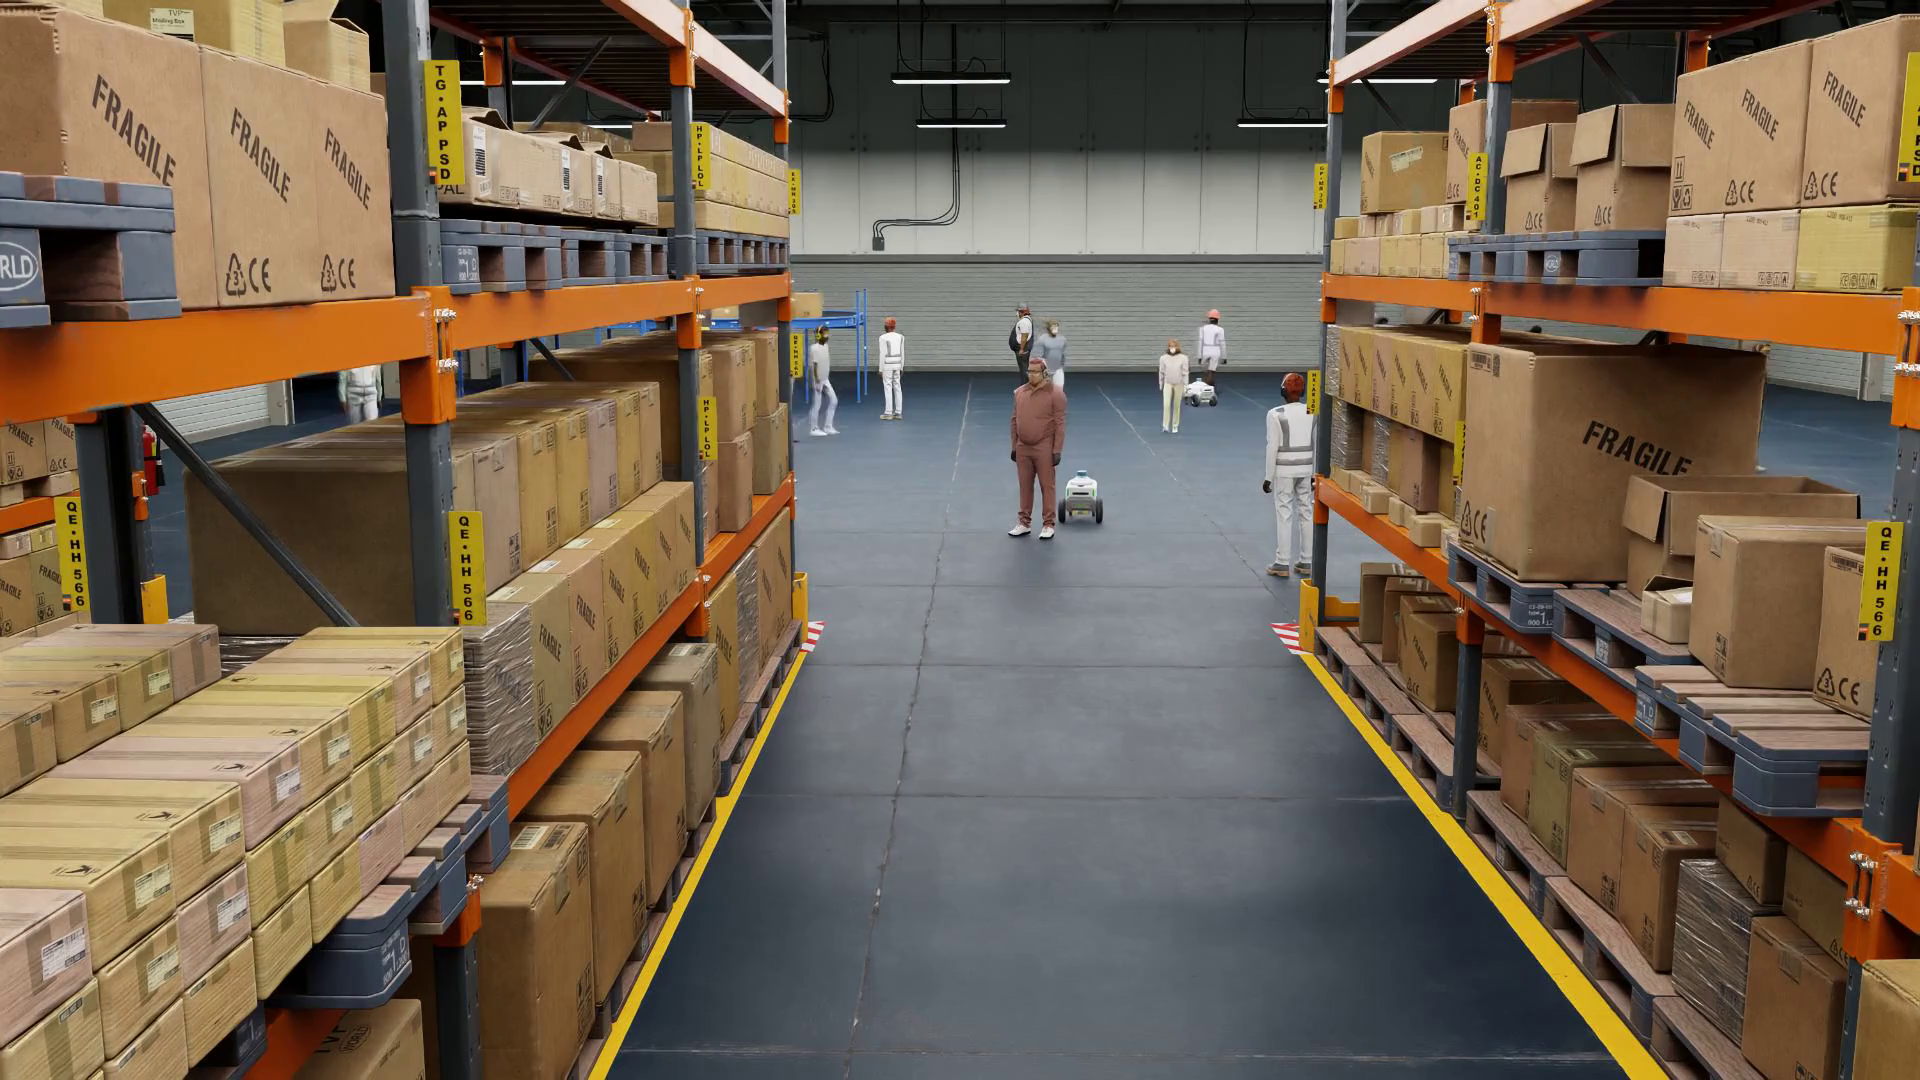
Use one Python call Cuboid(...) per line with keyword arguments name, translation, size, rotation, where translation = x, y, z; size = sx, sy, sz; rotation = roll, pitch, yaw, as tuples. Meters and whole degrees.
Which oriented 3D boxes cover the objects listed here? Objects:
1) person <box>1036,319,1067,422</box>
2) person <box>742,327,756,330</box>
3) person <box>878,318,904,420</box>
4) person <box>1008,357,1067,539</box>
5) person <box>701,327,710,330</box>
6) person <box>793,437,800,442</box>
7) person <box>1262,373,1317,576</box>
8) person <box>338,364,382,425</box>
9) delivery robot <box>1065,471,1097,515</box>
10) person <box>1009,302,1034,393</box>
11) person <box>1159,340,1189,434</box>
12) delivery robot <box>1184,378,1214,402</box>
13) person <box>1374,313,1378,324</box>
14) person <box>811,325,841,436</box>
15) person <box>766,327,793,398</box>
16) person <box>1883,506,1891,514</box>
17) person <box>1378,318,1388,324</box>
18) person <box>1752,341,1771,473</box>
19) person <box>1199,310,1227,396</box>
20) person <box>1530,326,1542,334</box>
Cuboid(name="person", translation=(1.636, -3.076, 30.231), size=(0.641, 1.901, 1.013), rotation=(-4, 10, -22))
Cuboid(name="person", translation=(-3.823, -3.061, 30.285), size=(0.564, 1.838, 0.388), rotation=(0, 9, 1))
Cuboid(name="person", translation=(-1.283, -3.186, 30.891), size=(0.587, 1.883, 0.341), rotation=(-9, 13, -43))
Cuboid(name="person", translation=(0.800, -0.975, 17.590), size=(0.639, 1.908, 0.409), rotation=(6, 11, 32))
Cuboid(name="person", translation=(-4.164, -2.578, 27.144), size=(0.587, 1.922, 0.383), rotation=(6, 11, 31))
Cuboid(name="person", translation=(-2.948, -2.463, 27.033), size=(0.652, 1.740, 0.530), rotation=(0, 9, 2))
Cuboid(name="person", translation=(3.085, -0.610, 15.475), size=(0.575, 1.882, 0.359), rotation=(-3, 10, -20))
Cuboid(name="person", translation=(-8.678, -2.053, 24.064), size=(0.624, 1.907, 1.001), rotation=(-6, 11, -32))
Cuboid(name="delivery robot", translation=(1.381, -0.544, 18.894), size=(0.477, 0.478, 0.707), rotation=(1, 10, 6))
Cuboid(name="person", translation=(1.359, -4.264, 37.013), size=(0.539, 2.000, 0.689), rotation=(2, 10, 10))
Cuboid(name="person", translation=(3.618, -2.587, 28.182), size=(0.504, 1.594, 0.830), rotation=(1, 10, 7))
Cuboid(name="delivery robot", translation=(4.873, -3.051, 33.907), size=(0.477, 0.478, 0.707), rotation=(-4, 10, -22))
Cuboid(name="person", translation=(10.648, -5.307, 43.536), size=(0.652, 1.906, 0.405), rotation=(7, 12, 36))
Cuboid(name="person", translation=(-2.249, -2.653, 27.812), size=(0.642, 1.840, 0.573), rotation=(4, 10, 25))
Cuboid(name="person", translation=(-2.740, -2.259, 24.960), size=(0.609, 2.024, 0.786), rotation=(-7, 12, -36))
Cuboid(name="person", translation=(11.000, -1.161, 18.774), size=(0.631, 1.897, 0.988), rotation=(-5, 11, -29))
Cuboid(name="person", translation=(9.456, -4.107, 37.056), size=(0.549, 1.655, 0.838), rotation=(-3, 10, -17))
Cuboid(name="person", translation=(10.981, -1.859, 23.089), size=(0.522, 1.835, 0.471), rotation=(-7, 12, -35))
Cuboid(name="person", translation=(5.409, -3.925, 35.295), size=(0.564, 1.888, 0.963), rotation=(7, 12, 37))
Cuboid(name="person", translation=(11.272, -3.363, 32.625), size=(0.548, 1.645, 0.887), rotation=(5, 11, 28))
